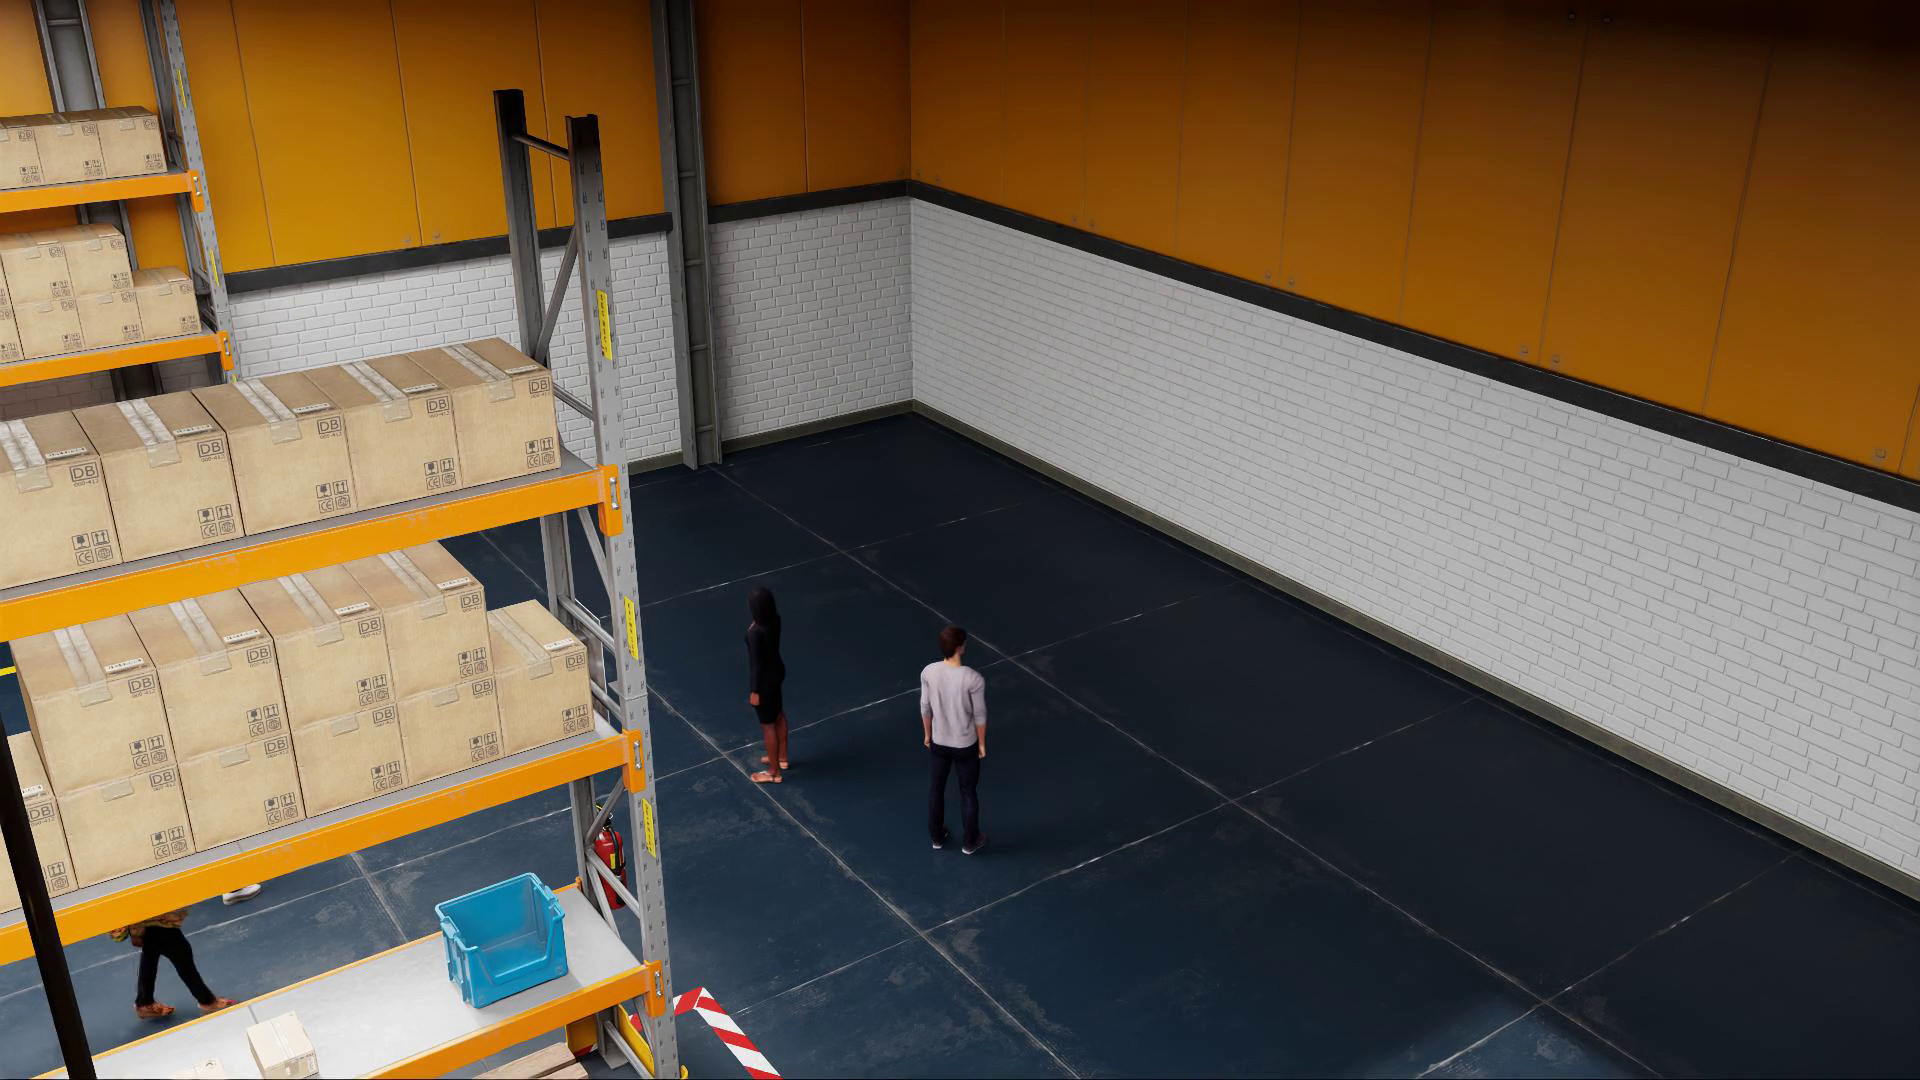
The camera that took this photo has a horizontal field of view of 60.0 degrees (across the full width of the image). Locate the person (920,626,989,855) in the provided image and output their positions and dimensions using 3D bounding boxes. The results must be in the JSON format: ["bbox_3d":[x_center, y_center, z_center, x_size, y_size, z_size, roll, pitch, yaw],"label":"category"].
[{"bbox_3d":[-0.046,1.487,12.414,0.731,1.842,0.736,9,25,19],"label":"person"}]

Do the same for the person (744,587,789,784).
[{"bbox_3d":[-1.549,1.143,13.351,0.744,1.720,0.661,6,24,14],"label":"person"}]
